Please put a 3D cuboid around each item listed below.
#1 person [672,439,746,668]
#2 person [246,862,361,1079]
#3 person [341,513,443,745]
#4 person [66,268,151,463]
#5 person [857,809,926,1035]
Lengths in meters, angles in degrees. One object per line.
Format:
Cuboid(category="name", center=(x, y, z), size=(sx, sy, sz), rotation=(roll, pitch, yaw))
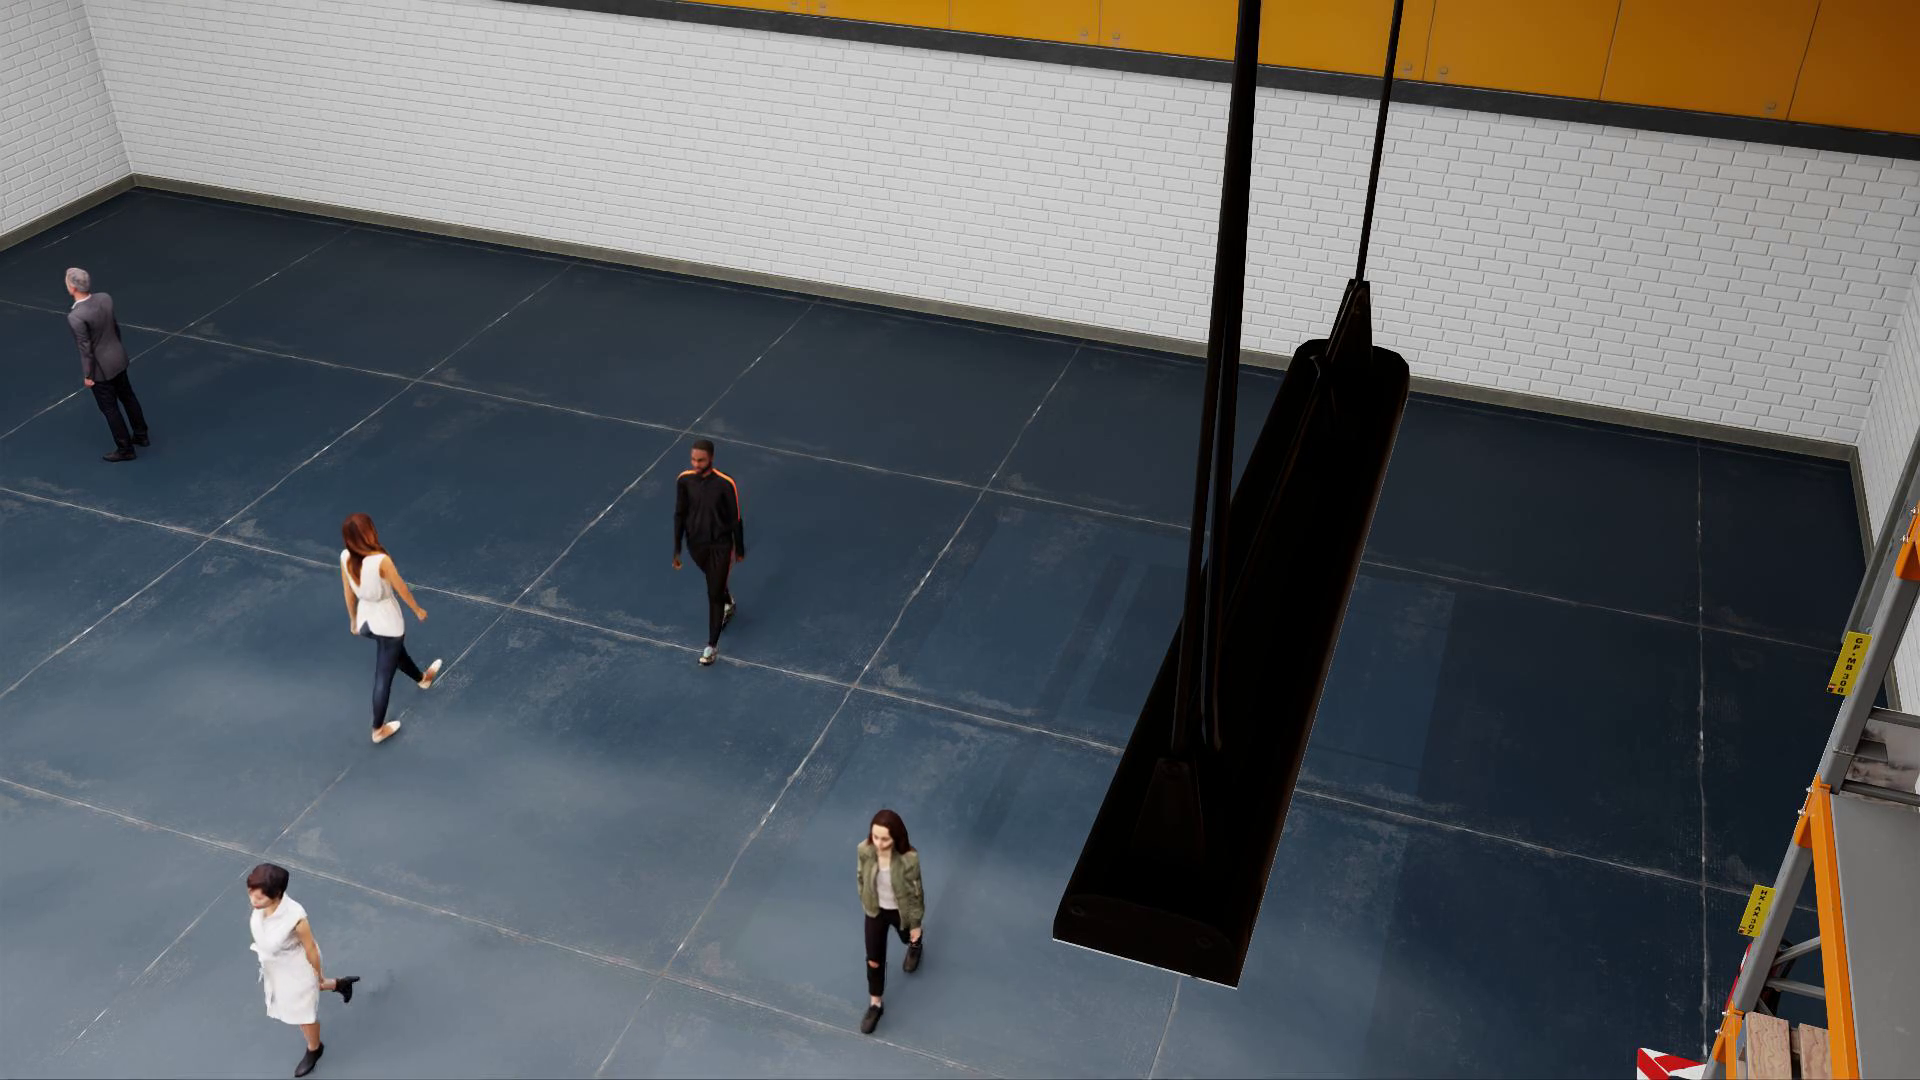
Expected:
Cuboid(category="person", center=(-1.859, -0.010, 12.601), size=(0.705, 1.762, 1.186), rotation=(8, 35, 12))
Cuboid(category="person", center=(-3.668, 2.326, 9.291), size=(0.682, 1.535, 0.858), rotation=(21, 39, 29))
Cuboid(category="person", center=(-4.094, 0.658, 11.615), size=(0.665, 1.739, 1.097), rotation=(15, 37, 22))
Cuboid(category="person", center=(-7.677, -1.593, 14.909), size=(0.821, 1.842, 0.619), rotation=(4, 34, 6))
Cuboid(category="person", center=(-0.363, 2.113, 9.695), size=(0.606, 1.442, 0.969), rotation=(10, 35, 14))
